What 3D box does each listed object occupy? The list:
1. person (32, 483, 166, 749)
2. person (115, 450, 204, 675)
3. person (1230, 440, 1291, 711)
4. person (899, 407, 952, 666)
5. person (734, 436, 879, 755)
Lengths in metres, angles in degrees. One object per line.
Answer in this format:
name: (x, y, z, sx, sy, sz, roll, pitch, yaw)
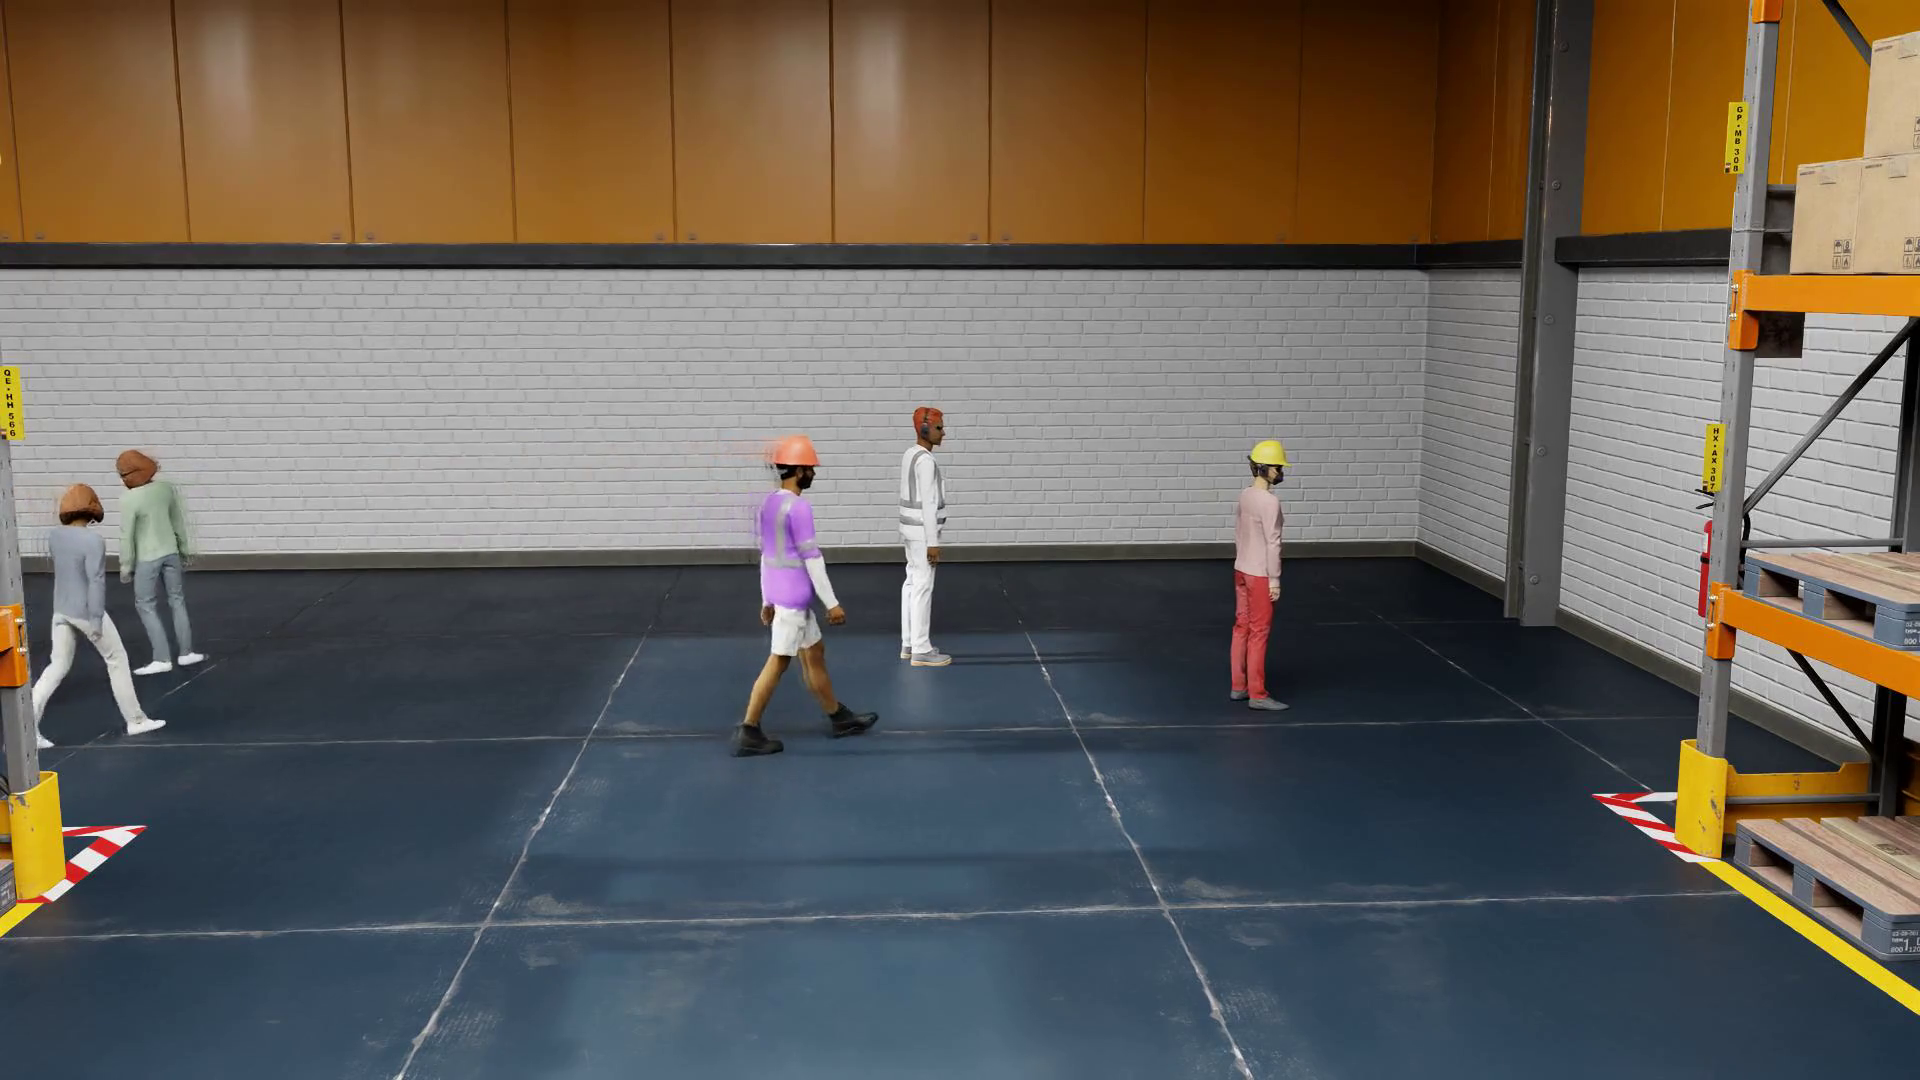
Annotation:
person: (-5.343, 0.450, 10.039, 0.496, 1.591, 0.830, 4, 10, 26)
person: (-5.759, 0.136, 11.952, 0.287, 1.611, 0.633, 3, 10, 19)
person: (1.971, 0.227, 10.900, 0.329, 1.765, 0.526, -2, 9, -15)
person: (-0.267, -0.029, 12.135, 0.346, 1.881, 0.578, -2, 9, -14)
person: (-0.944, 0.328, 9.904, 0.957, 1.891, 0.555, -3, 10, -20)
